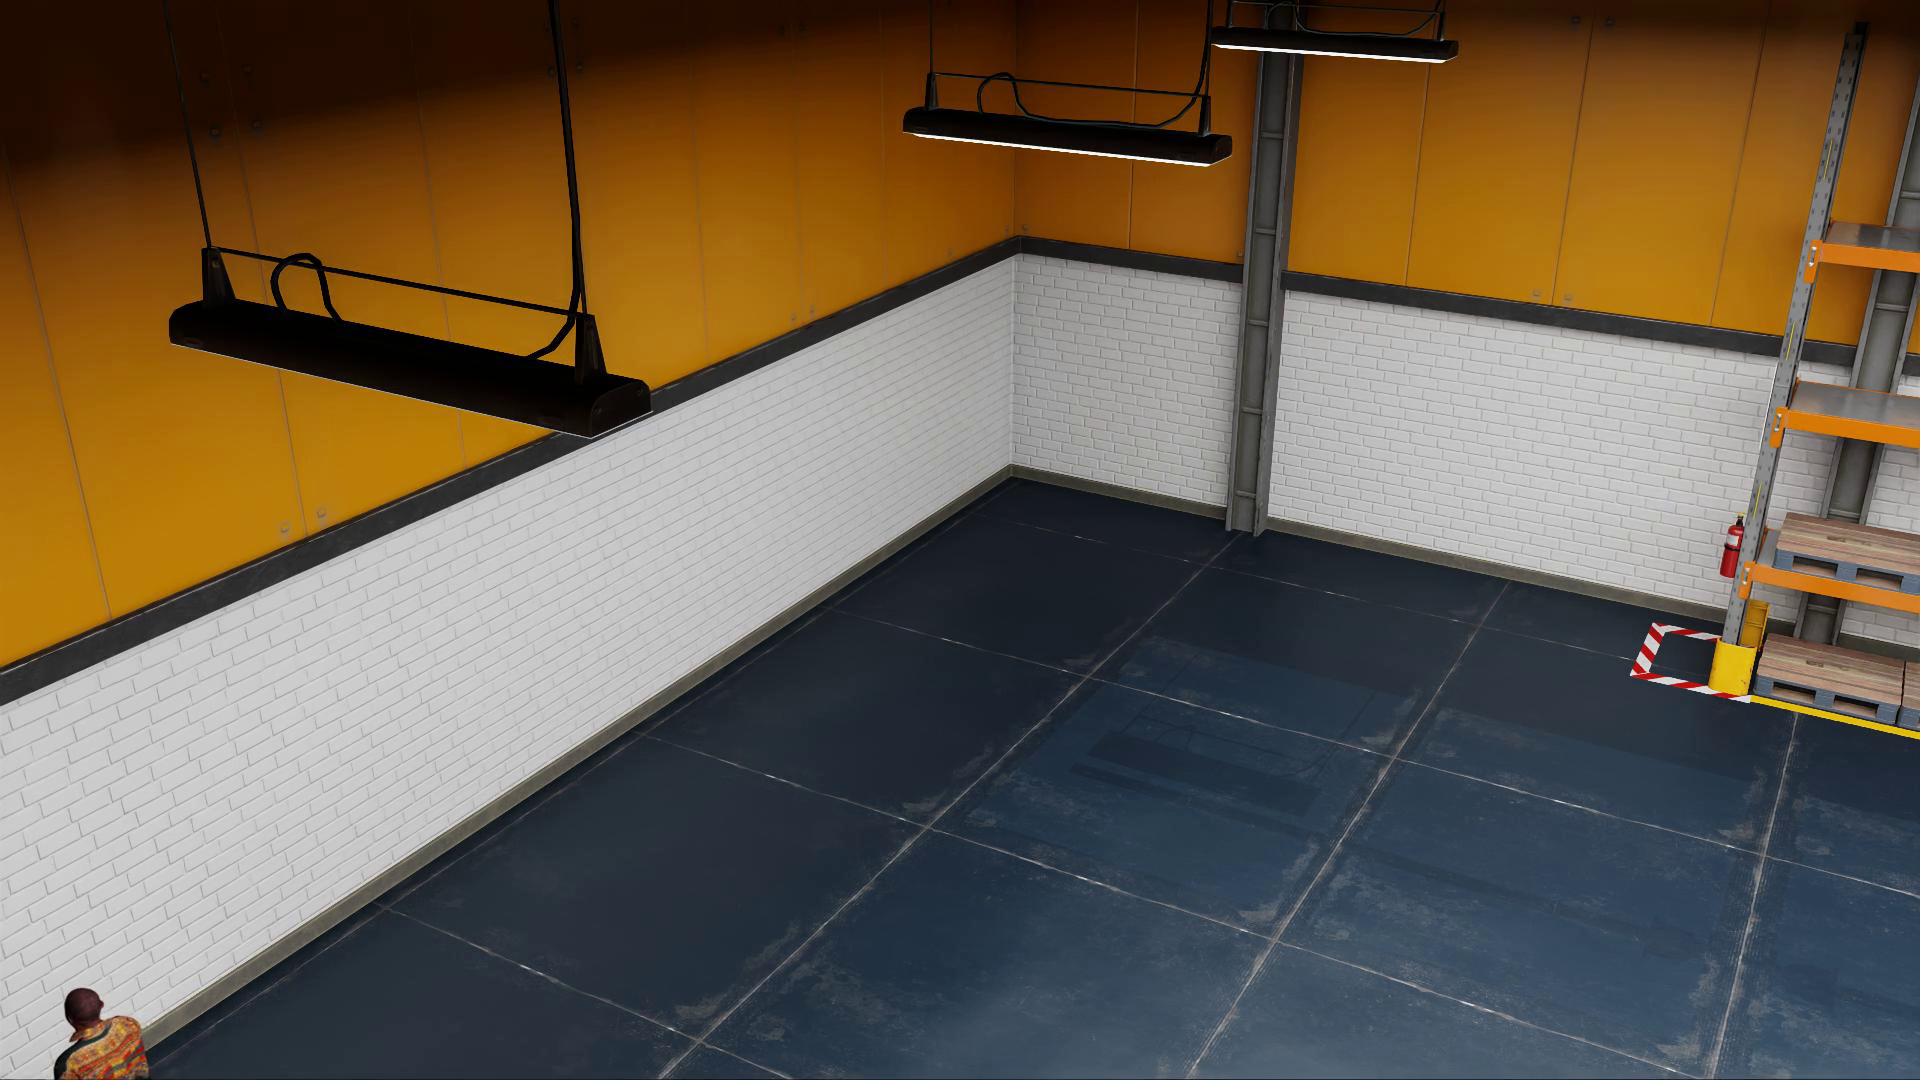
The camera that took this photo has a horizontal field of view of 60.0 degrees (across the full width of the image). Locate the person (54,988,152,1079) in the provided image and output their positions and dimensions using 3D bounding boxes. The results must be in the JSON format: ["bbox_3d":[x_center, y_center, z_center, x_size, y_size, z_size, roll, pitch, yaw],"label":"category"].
[{"bbox_3d":[-4.733,3.268,9.325,0.660,1.806,0.704,11,26,24],"label":"person"}]
